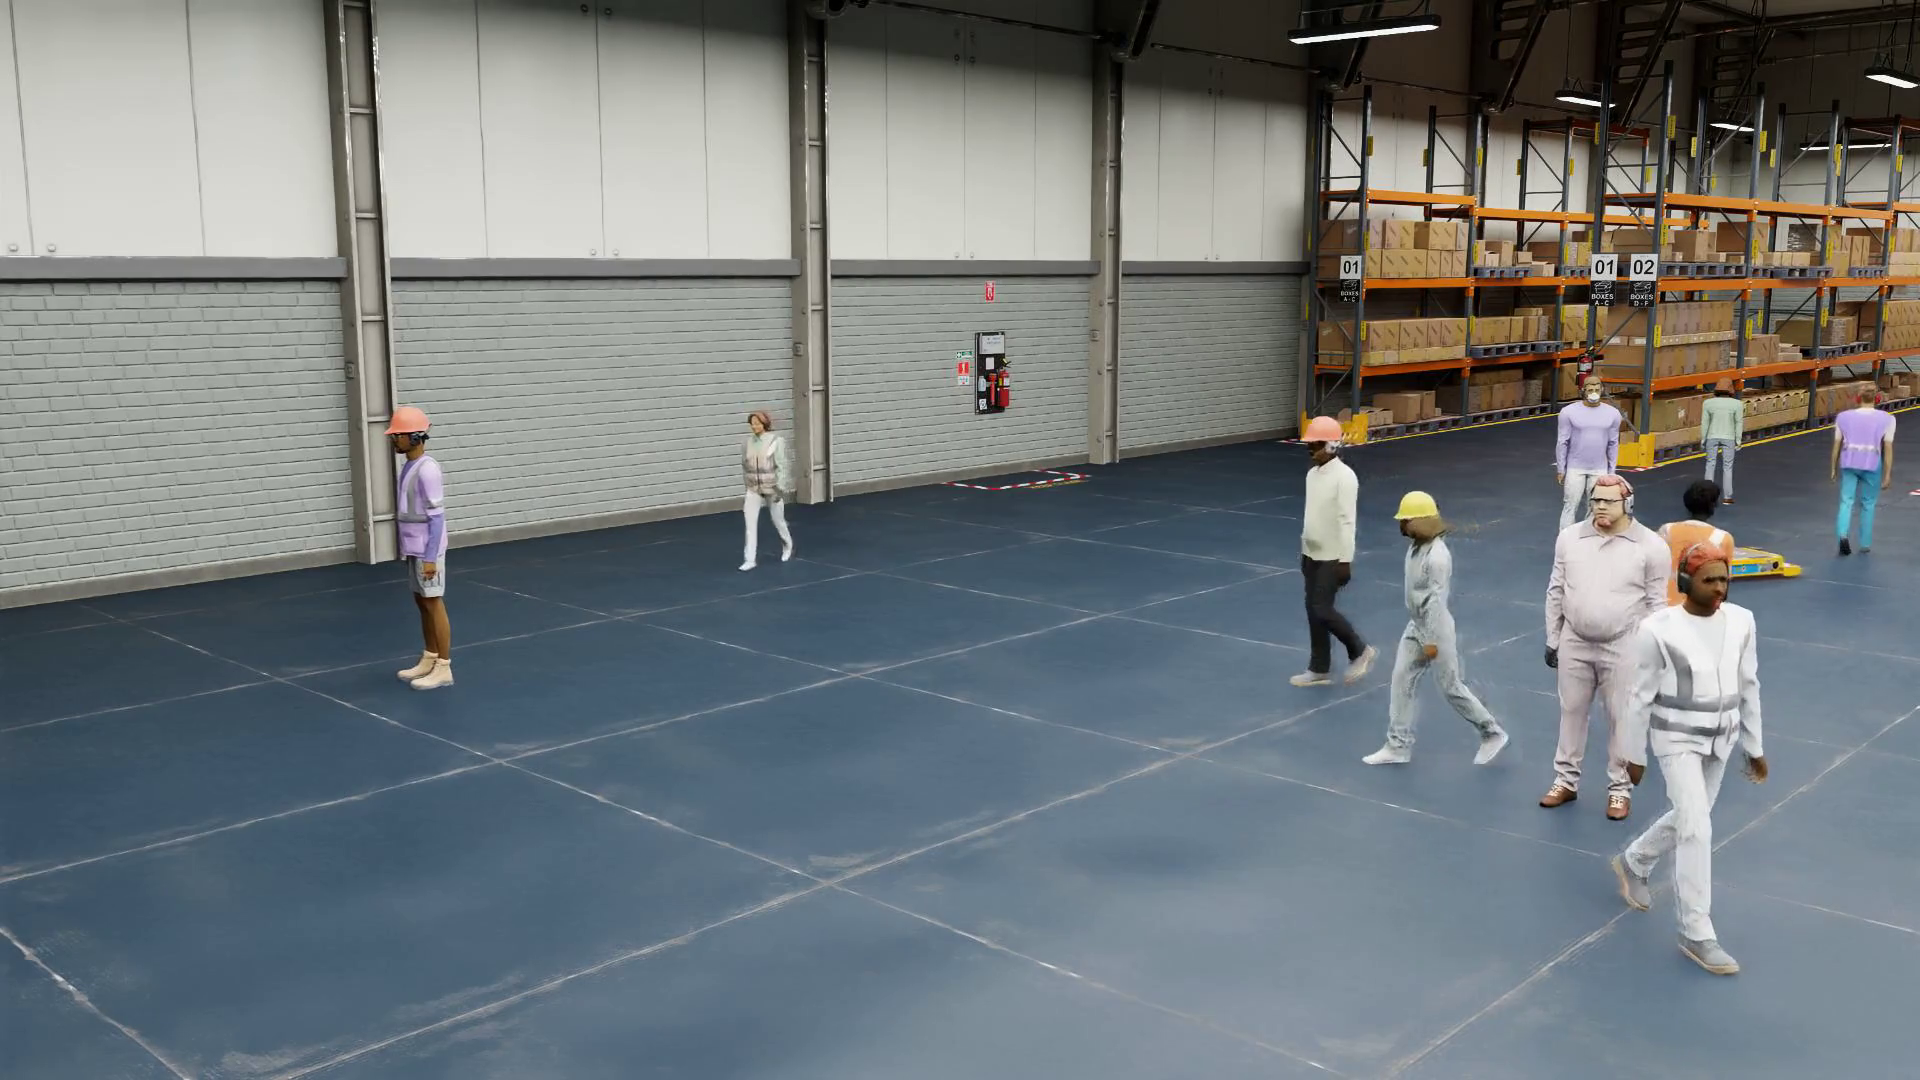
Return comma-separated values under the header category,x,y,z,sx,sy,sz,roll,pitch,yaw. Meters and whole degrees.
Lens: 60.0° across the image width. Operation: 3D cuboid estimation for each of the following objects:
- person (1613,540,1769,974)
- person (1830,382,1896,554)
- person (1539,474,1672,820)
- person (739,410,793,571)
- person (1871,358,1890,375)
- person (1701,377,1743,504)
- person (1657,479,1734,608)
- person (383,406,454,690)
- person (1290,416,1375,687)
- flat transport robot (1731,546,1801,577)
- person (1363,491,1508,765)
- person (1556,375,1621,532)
category,x,y,z,sx,sy,sz,roll,pitch,yaw
person,3.250,0.899,7.479,0.576,1.850,0.933,-3,10,-17
person,9.493,-0.741,17.522,0.574,1.832,0.659,7,12,37
person,3.550,0.585,9.209,0.658,1.907,0.403,7,12,37
person,-1.966,-0.529,16.892,0.513,1.606,0.805,3,10,18
person,21.046,-4.173,38.174,0.919,1.919,0.668,2,9,11
person,9.763,-1.271,21.337,0.499,1.633,0.284,6,11,34
person,4.816,0.432,10.855,0.739,1.670,0.539,-8,12,-42
person,-3.901,0.059,11.988,0.397,2.044,0.609,-6,11,-31
person,2.661,0.095,11.957,0.513,1.977,0.637,-3,10,-16
flat transport robot,7.446,0.231,16.327,1.431,0.197,0.652,-3,10,-18
person,2.925,0.540,10.081,0.824,1.706,0.484,-2,9,-10
person,6.421,-0.716,17.032,0.629,1.940,0.373,1,9,5
